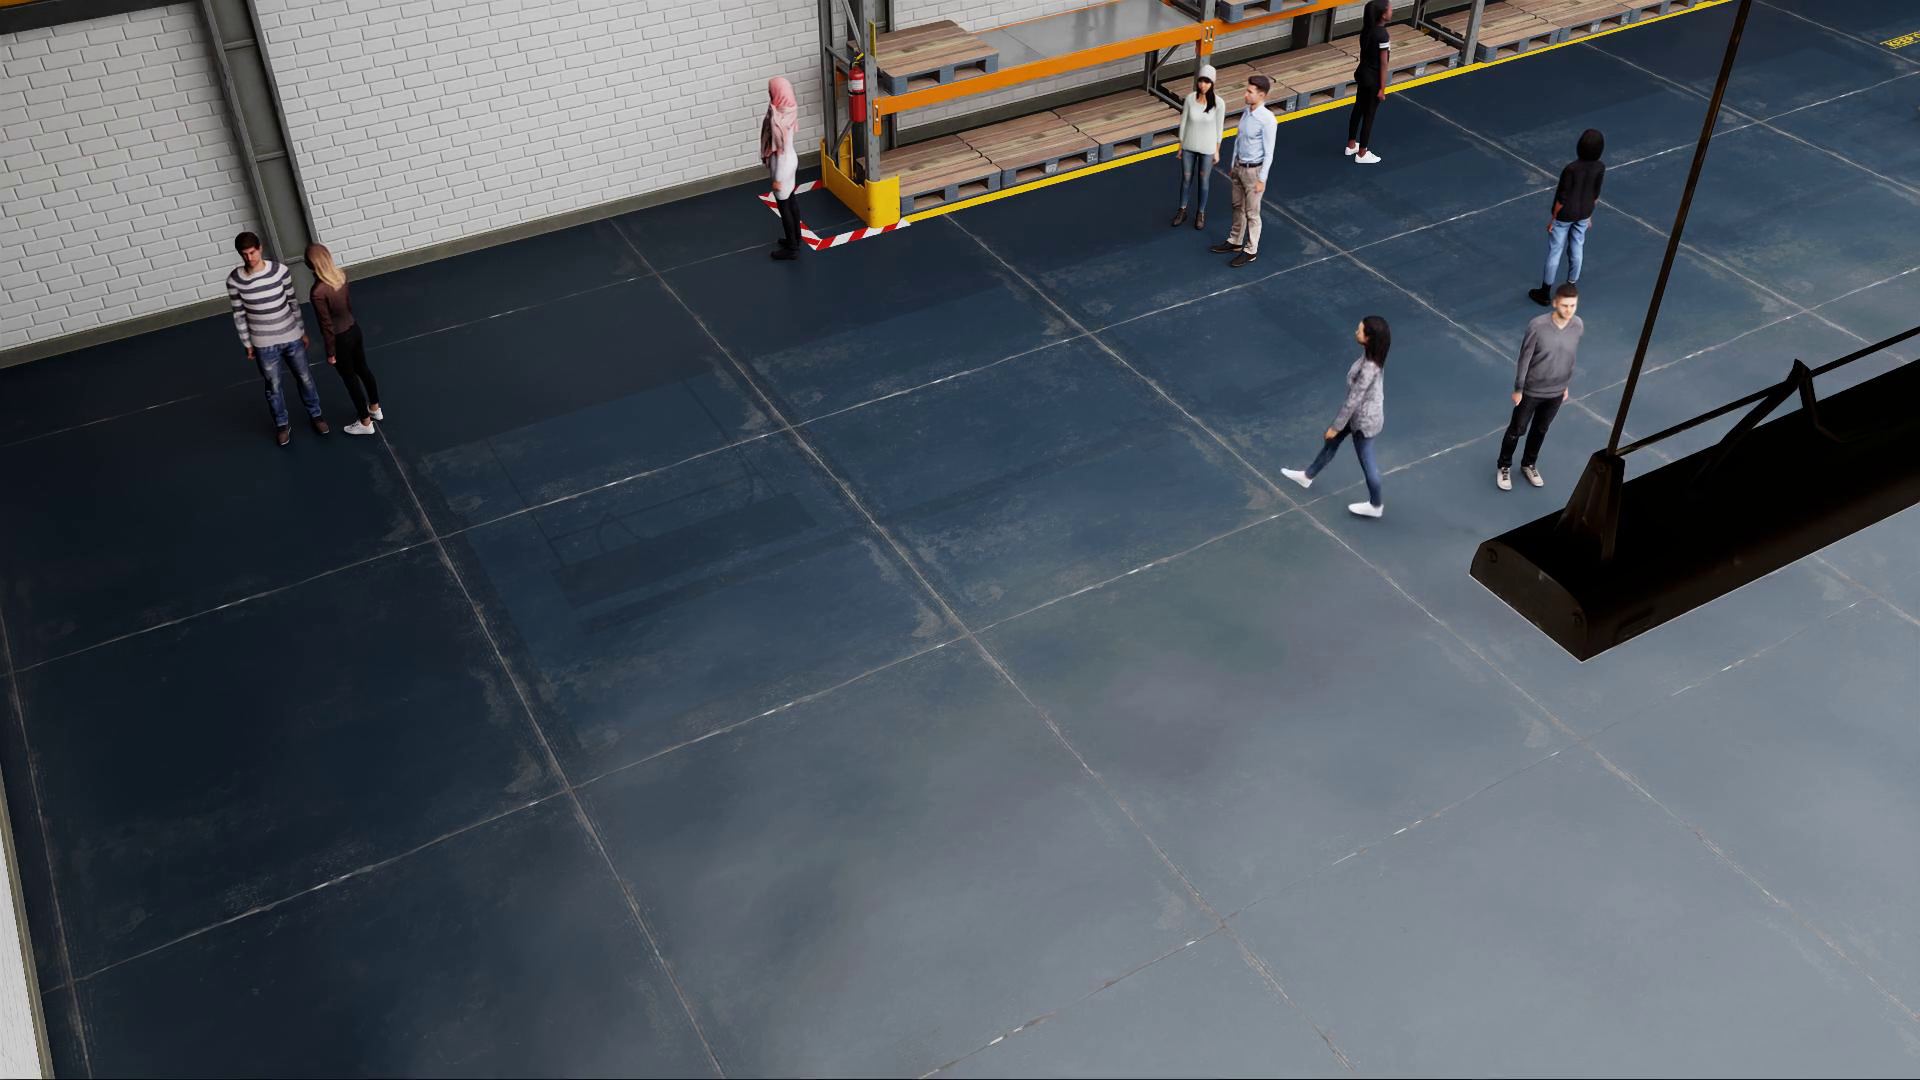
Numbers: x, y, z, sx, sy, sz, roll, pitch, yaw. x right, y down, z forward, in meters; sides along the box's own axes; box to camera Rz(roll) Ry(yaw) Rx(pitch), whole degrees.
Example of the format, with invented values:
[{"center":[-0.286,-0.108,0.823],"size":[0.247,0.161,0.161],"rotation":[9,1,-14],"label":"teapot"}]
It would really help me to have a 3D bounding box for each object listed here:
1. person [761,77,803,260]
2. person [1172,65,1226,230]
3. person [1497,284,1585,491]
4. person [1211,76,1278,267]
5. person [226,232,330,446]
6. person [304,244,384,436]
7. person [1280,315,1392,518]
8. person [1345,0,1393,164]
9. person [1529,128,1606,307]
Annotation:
[{"center":[-1.668,-3.517,15.725],"size":[0.797,1.804,0.743],"rotation":[8,39,10],"label":"person"},{"center":[2.339,-3.846,16.267],"size":[0.640,1.643,0.689],"rotation":[12,40,14],"label":"person"},{"center":[4.498,-1.189,12.846],"size":[0.607,1.760,0.749],"rotation":[-5,39,-6],"label":"person"},{"center":[2.725,-3.485,15.652],"size":[0.586,1.845,0.654],"rotation":[-17,42,-20],"label":"person"},{"center":[-5.491,-1.641,13.337],"size":[0.463,1.853,0.715],"rotation":[-18,42,-21],"label":"person"},{"center":[-4.978,-1.627,13.439],"size":[0.717,1.703,0.672],"rotation":[7,39,9],"label":"person"},{"center":[3.110,-0.885,12.516],"size":[1.104,1.696,1.072],"rotation":[11,40,14],"label":"person"},{"center":[4.300,-4.815,17.411],"size":[0.639,1.729,0.656],"rotation":[-12,40,-14],"label":"person"},{"center":[5.536,-2.920,15.060],"size":[0.575,1.701,0.698],"rotation":[-7,39,-8],"label":"person"}]
